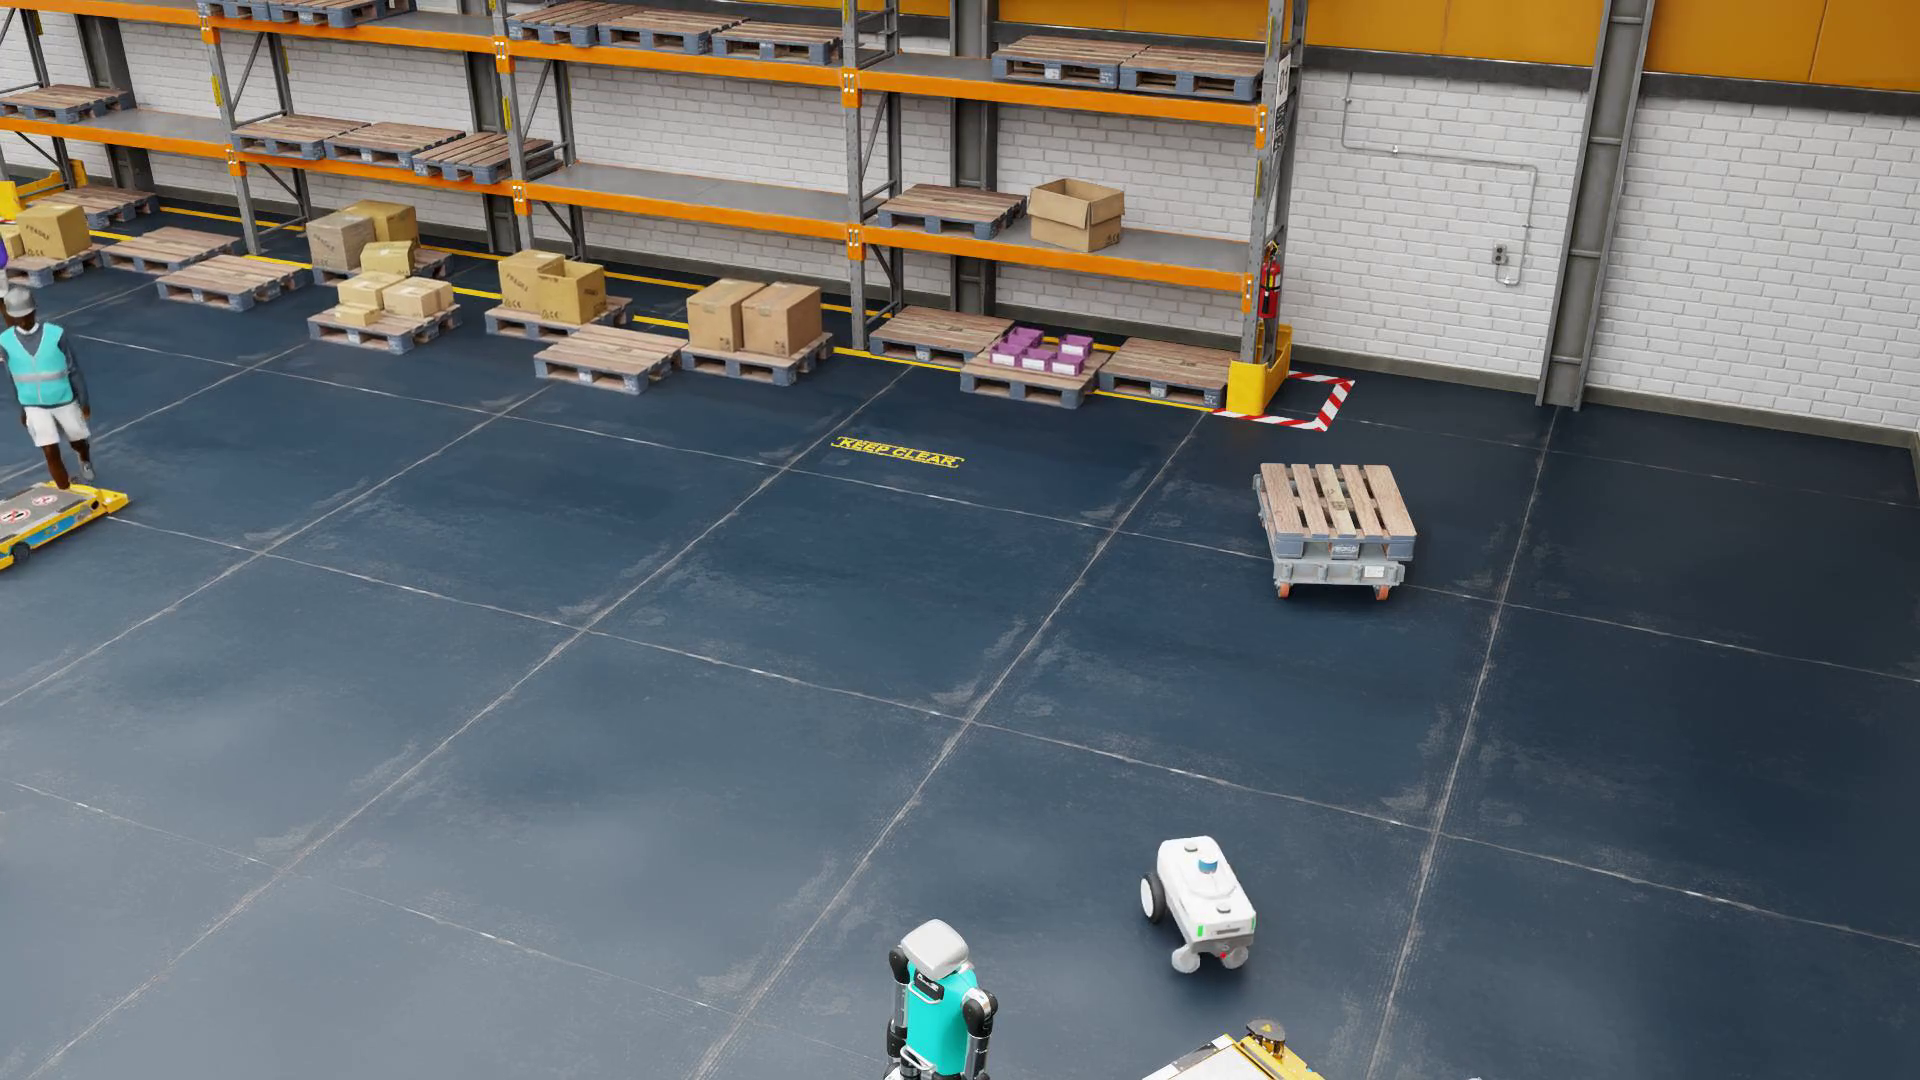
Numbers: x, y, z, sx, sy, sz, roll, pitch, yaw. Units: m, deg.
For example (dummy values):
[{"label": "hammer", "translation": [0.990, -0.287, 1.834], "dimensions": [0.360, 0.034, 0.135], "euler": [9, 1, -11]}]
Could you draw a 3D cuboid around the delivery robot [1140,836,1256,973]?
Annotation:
[{"label": "delivery robot", "translation": [1.286, 1.920, 8.908], "dimensions": [0.525, 0.605, 0.777], "euler": [-6, 28, -11]}]

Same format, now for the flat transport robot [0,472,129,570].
[{"label": "flat transport robot", "translation": [-7.411, -0.129, 13.181], "dimensions": [0.659, 0.231, 1.431], "euler": [11, 29, 19]}]

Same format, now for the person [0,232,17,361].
[{"label": "person", "translation": [-9.597, -2.747, 16.409], "dimensions": [0.374, 1.966, 0.605], "euler": [-13, 30, -24]}]

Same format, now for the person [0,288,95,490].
[{"label": "person", "translation": [-7.301, -1.145, 13.359], "dimensions": [0.563, 1.913, 0.802], "euler": [-11, 29, -20]}]

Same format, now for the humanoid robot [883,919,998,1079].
[{"label": "humanoid robot", "translation": [-0.242, 2.344, 6.640], "dimensions": [0.735, 1.677, 0.533], "euler": [-24, 36, -38]}]

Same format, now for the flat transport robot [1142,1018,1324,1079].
[{"label": "flat transport robot", "translation": [1.102, 2.725, 7.647], "dimensions": [1.431, 0.231, 0.659], "euler": [-17, 32, -30]}]
